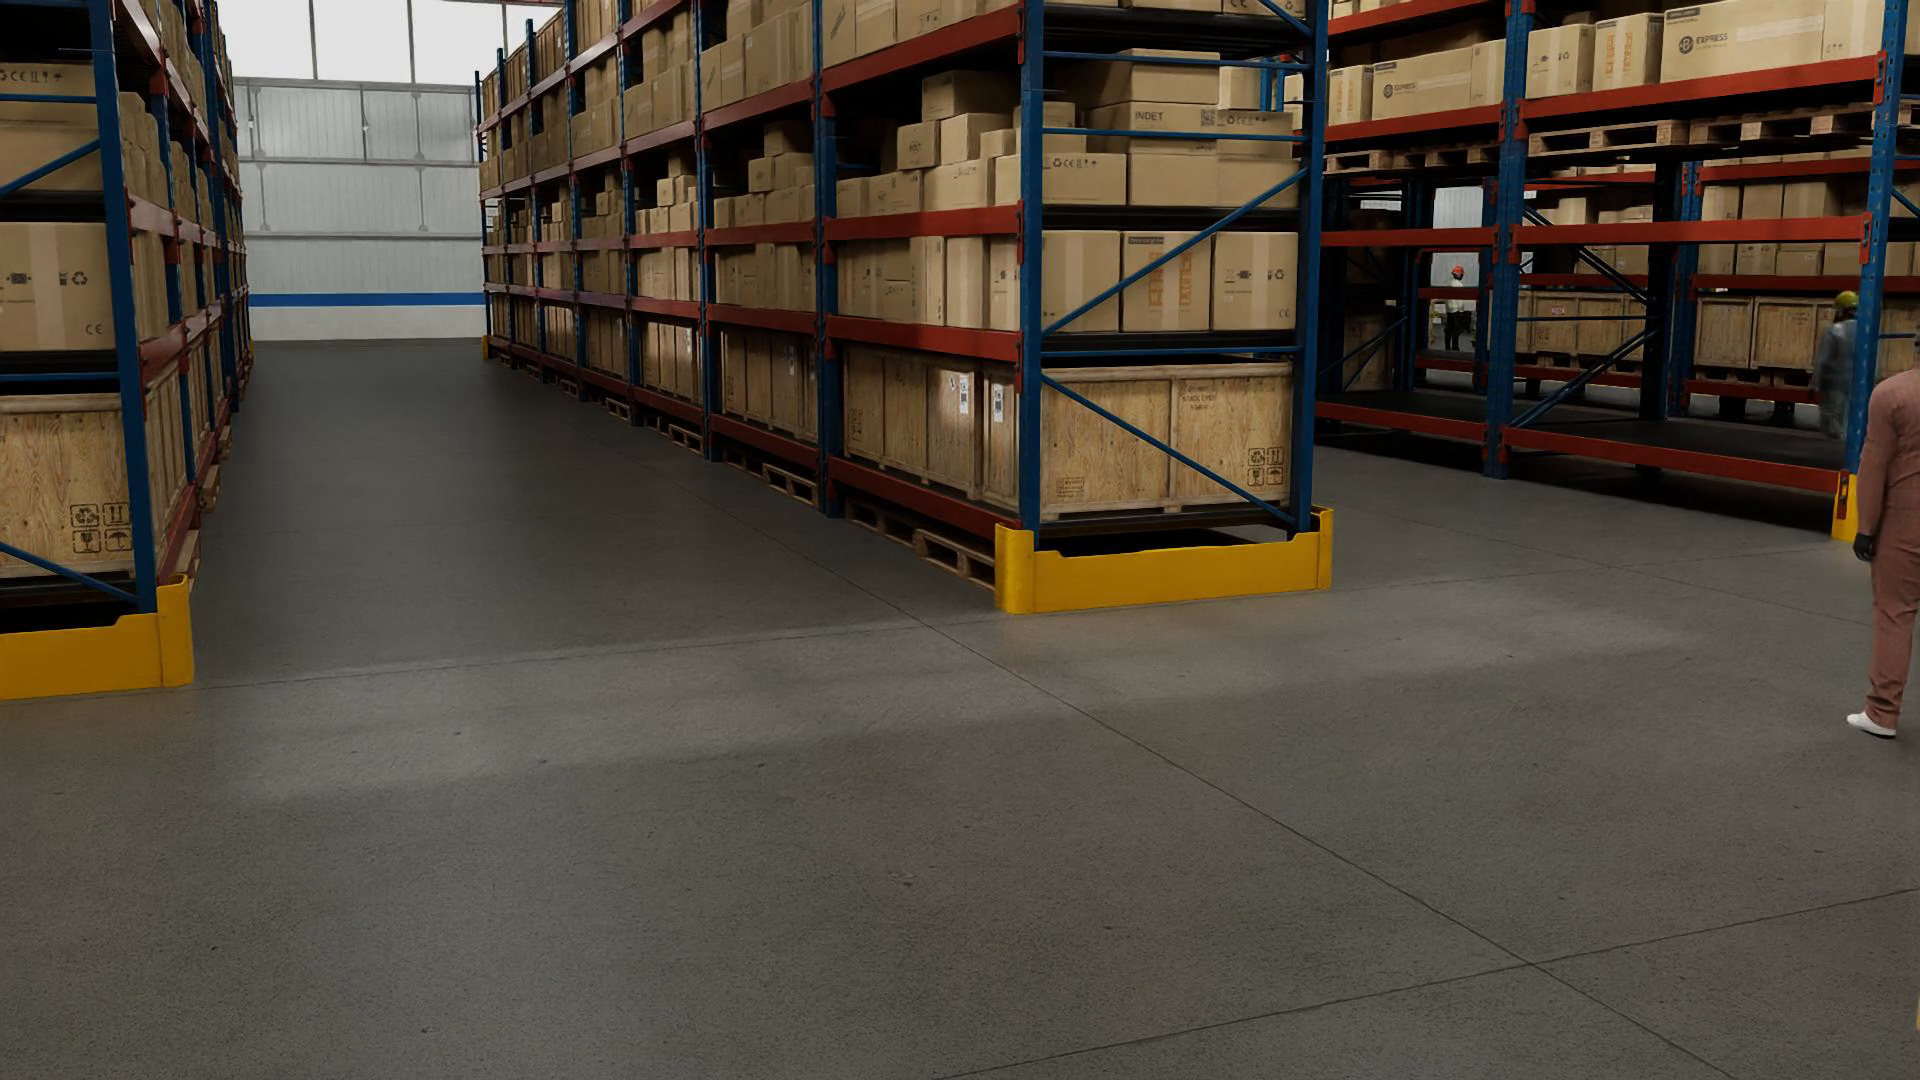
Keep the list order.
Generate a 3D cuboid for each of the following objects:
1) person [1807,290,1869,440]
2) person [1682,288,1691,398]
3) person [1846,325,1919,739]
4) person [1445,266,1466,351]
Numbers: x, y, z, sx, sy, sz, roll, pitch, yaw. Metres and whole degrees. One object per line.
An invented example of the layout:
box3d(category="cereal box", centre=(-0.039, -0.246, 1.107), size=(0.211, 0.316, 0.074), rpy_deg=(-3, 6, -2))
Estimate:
box3d(category="person", centre=(8.605, -1.519, 16.180), size=(0.597, 1.807, 0.748), rpy_deg=(-4, 10, -22))
box3d(category="person", centre=(11.052, -3.082, 25.777), size=(0.532, 1.734, 0.829), rpy_deg=(-5, 10, -25))
box3d(category="person", centre=(4.232, -0.073, 7.263), size=(0.639, 1.899, 0.396), rpy_deg=(1, 9, 4))
box3d(category="person", centre=(11.089, -5.123, 37.195), size=(0.389, 1.992, 0.625), rpy_deg=(-3, 10, -17))
